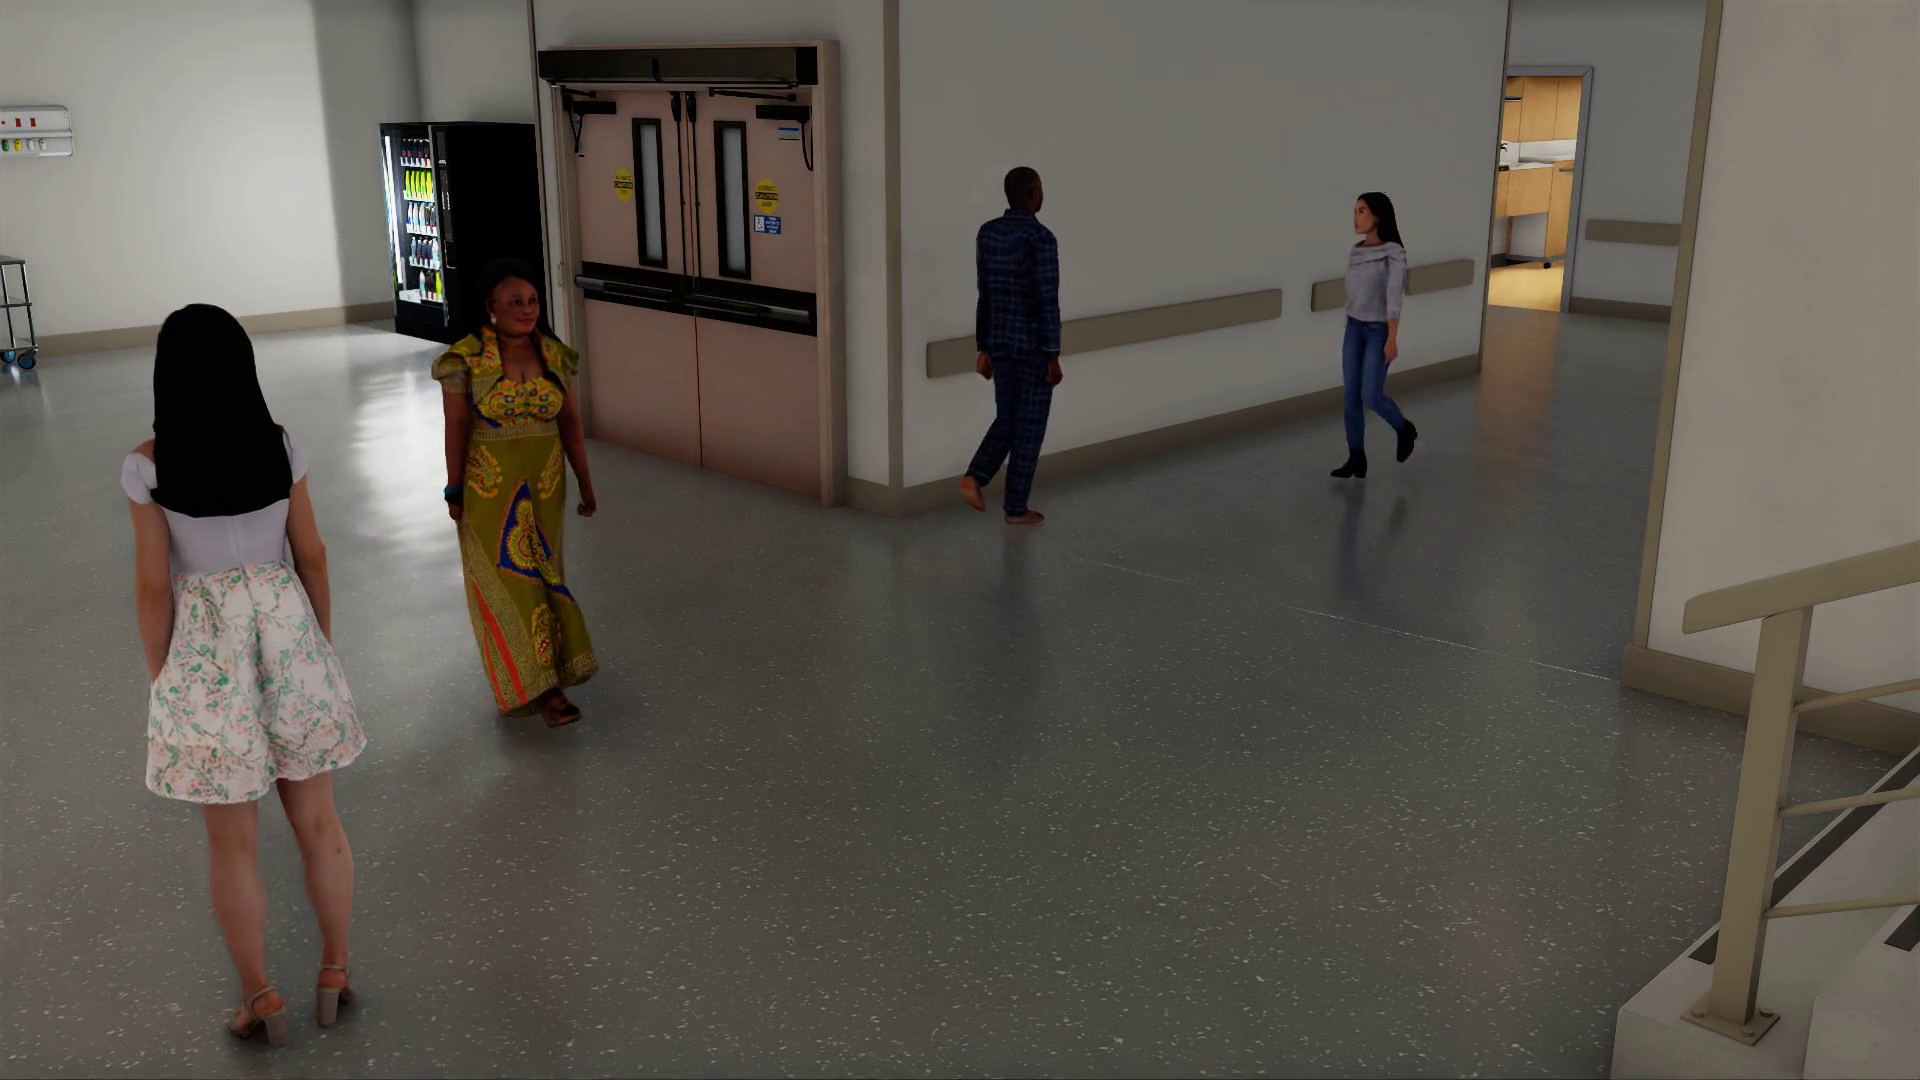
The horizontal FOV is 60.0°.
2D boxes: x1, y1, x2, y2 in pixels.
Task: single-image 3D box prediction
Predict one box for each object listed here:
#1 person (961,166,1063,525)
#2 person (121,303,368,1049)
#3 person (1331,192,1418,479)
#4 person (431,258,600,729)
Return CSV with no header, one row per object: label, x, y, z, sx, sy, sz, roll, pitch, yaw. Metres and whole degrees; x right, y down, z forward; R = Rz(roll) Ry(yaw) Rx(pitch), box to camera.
person,0.246,-0.943,8.338,0.733,1.813,0.695,-14,21,-41
person,-1.657,0.335,3.874,0.682,1.774,0.675,-11,19,-35
person,2.374,-1.127,9.360,0.803,1.612,0.797,-8,17,-25
person,-1.642,-0.177,5.980,0.709,1.617,1.222,-15,21,-42
